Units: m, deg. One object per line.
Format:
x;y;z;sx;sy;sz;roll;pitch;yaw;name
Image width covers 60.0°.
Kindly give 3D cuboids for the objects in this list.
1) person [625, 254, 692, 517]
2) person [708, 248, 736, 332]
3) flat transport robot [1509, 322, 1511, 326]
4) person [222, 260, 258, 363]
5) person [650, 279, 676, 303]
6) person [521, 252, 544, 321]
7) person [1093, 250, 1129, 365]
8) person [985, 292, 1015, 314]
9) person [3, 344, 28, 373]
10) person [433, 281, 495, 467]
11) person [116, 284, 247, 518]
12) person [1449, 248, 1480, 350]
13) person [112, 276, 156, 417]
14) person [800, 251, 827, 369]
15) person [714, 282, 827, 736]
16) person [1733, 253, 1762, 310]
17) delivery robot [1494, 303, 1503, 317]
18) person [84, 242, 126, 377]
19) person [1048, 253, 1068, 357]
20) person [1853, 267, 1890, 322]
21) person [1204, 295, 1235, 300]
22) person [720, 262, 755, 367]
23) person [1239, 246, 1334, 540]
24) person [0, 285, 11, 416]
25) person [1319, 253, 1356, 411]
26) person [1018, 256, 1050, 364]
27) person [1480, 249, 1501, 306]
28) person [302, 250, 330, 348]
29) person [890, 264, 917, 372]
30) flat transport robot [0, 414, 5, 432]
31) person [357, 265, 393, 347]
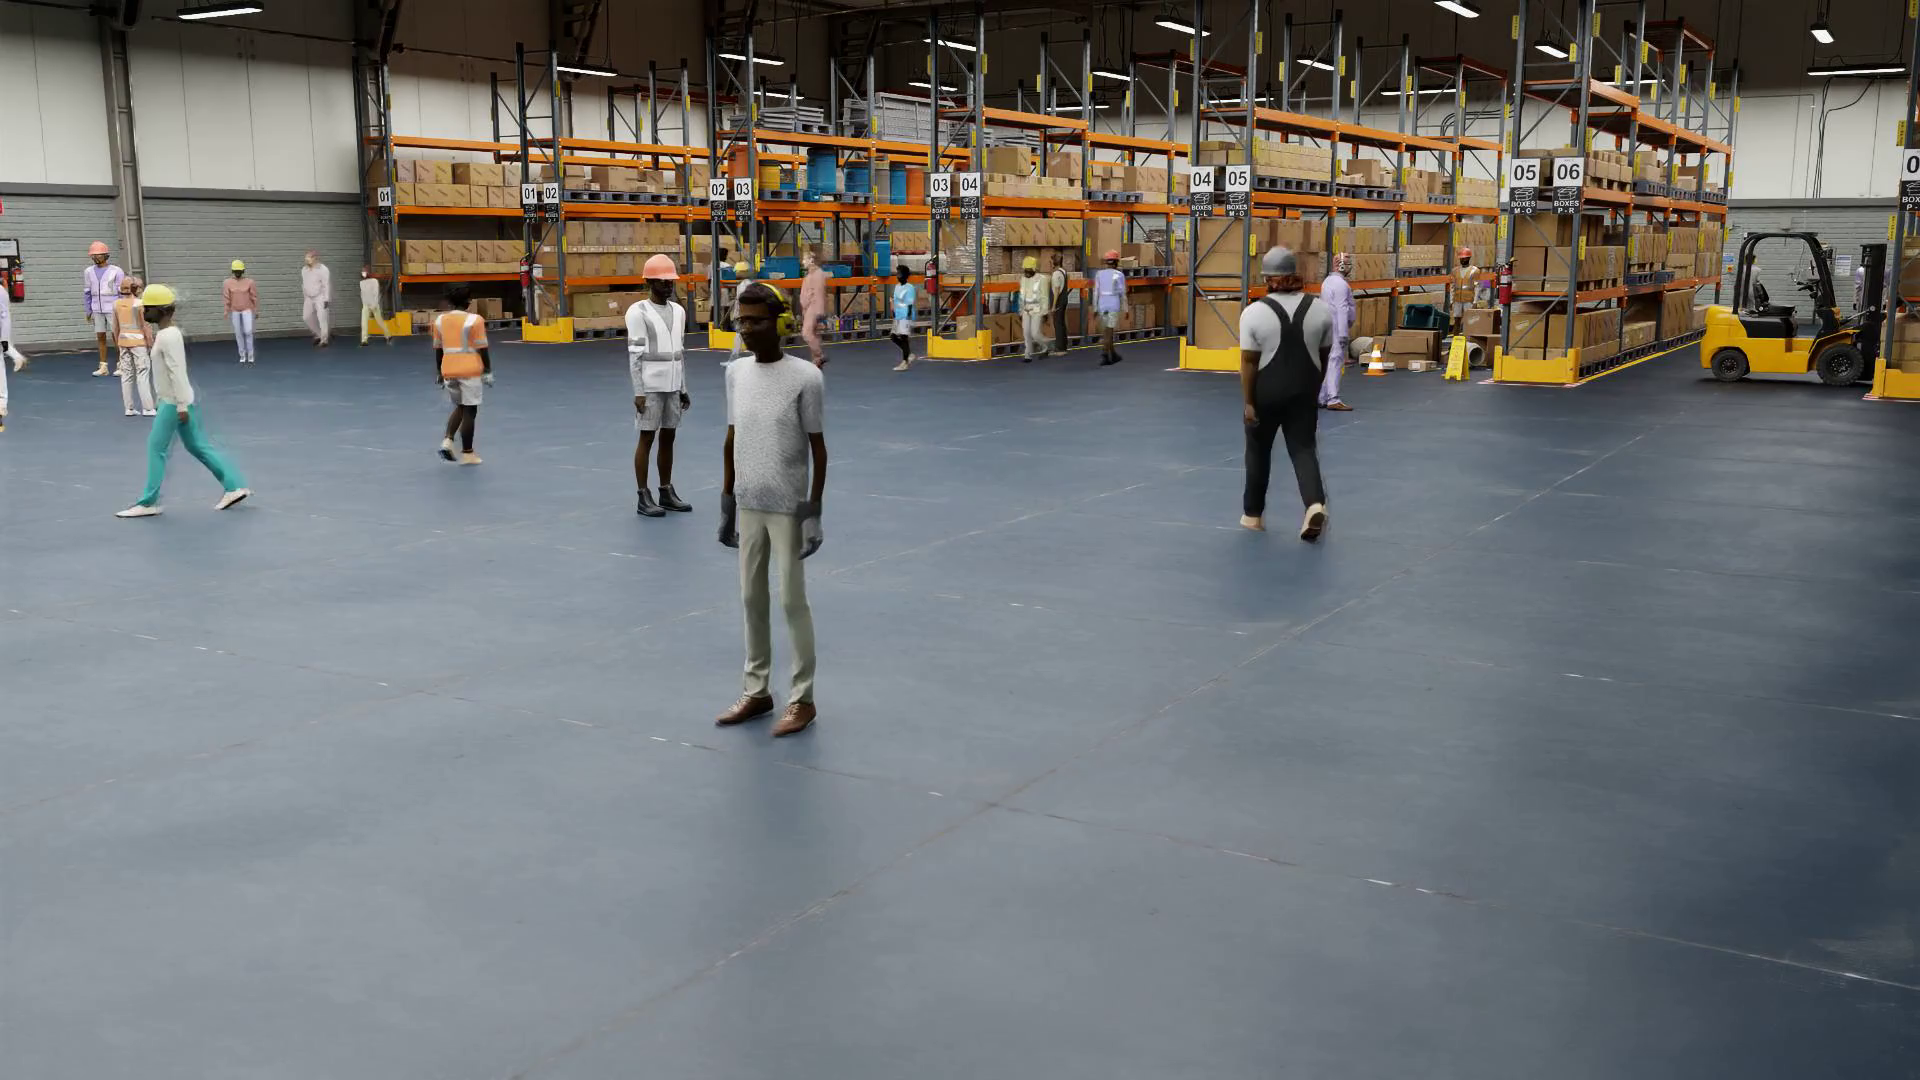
-2.223;-1.149;12.413;0.375;1.939;0.546;7;12;36;person
-5.343;-5.536;37.074;0.619;1.928;0.672;3;11;18;person
13.863;-5.337;40.538;0.652;0.197;1.431;6;12;31;flat transport robot
-12.189;-3.863;28.166;0.533;1.739;0.676;-3;10;-14;person
-5.877;-4.664;32.960;0.506;1.632;0.274;-3;11;-18;person
-9.170;-5.295;35.819;0.600;1.873;0.559;6;12;32;person
2.581;-3.877;27.806;0.571;1.892;0.927;8;13;37;person
0.792;-4.814;32.984;0.622;1.932;0.369;1;10;3;person
-14.999;-3.451;25.688;0.881;1.812;0.633;-3;11;-15;person
-4.499;-1.502;15.105;0.543;1.688;0.367;5;11;24;person
-5.842;-1.045;12.429;0.888;1.725;0.539;-5;11;-24;person
9.448;-4.507;31.223;0.552;1.934;0.373;8;13;38;person
-9.645;-2.253;19.434;0.514;1.639;0.314;3;11;17;person
-2.383;-3.651;26.566;0.439;1.889;0.668;-3;11;-19;person
-0.787;-0.124;6.884;0.532;1.863;0.311;6;12;30;person
16.868;-5.240;35.630;0.520;1.840;0.732;5;11;27;person
12.981;-5.522;40.518;0.707;0.478;0.477;0;10;-2;delivery robot
-12.988;-3.496;25.263;0.614;2.041;0.389;0;10;1;person
1.762;-4.207;29.807;0.325;1.842;0.517;4;11;23;person
17.265;-4.552;31.545;0.591;1.919;0.402;5;11;27;person
4.717;-4.397;30.346;0.606;2.035;0.405;6;12;29;person
-3.600;-3.634;26.966;0.799;1.711;0.498;-4;11;-20;person
2.251;-1.032;11.468;0.675;2.000;0.922;-1;10;-7;person
-11.434;-2.356;19.444;0.624;1.845;0.430;0;10;0;person
4.608;-2.531;20.240;0.400;1.907;0.645;-1;10;-4;person
1.222;-3.828;27.797;0.638;1.809;0.541;9;14;42;person
13.322;-6.315;41.428;0.832;1.907;0.569;-2;10;-10;person
-12.526;-4.678;32.321;0.661;1.894;0.416;3;11;18;person
-0.881;-3.511;26.313;0.384;1.687;0.552;-6;12;-28;person
-10.743;-1.163;17.161;1.431;0.197;0.652;-3;11;-16;flat transport robot
-11.610;-4.635;32.890;0.512;1.601;0.809;4;11;23;person
